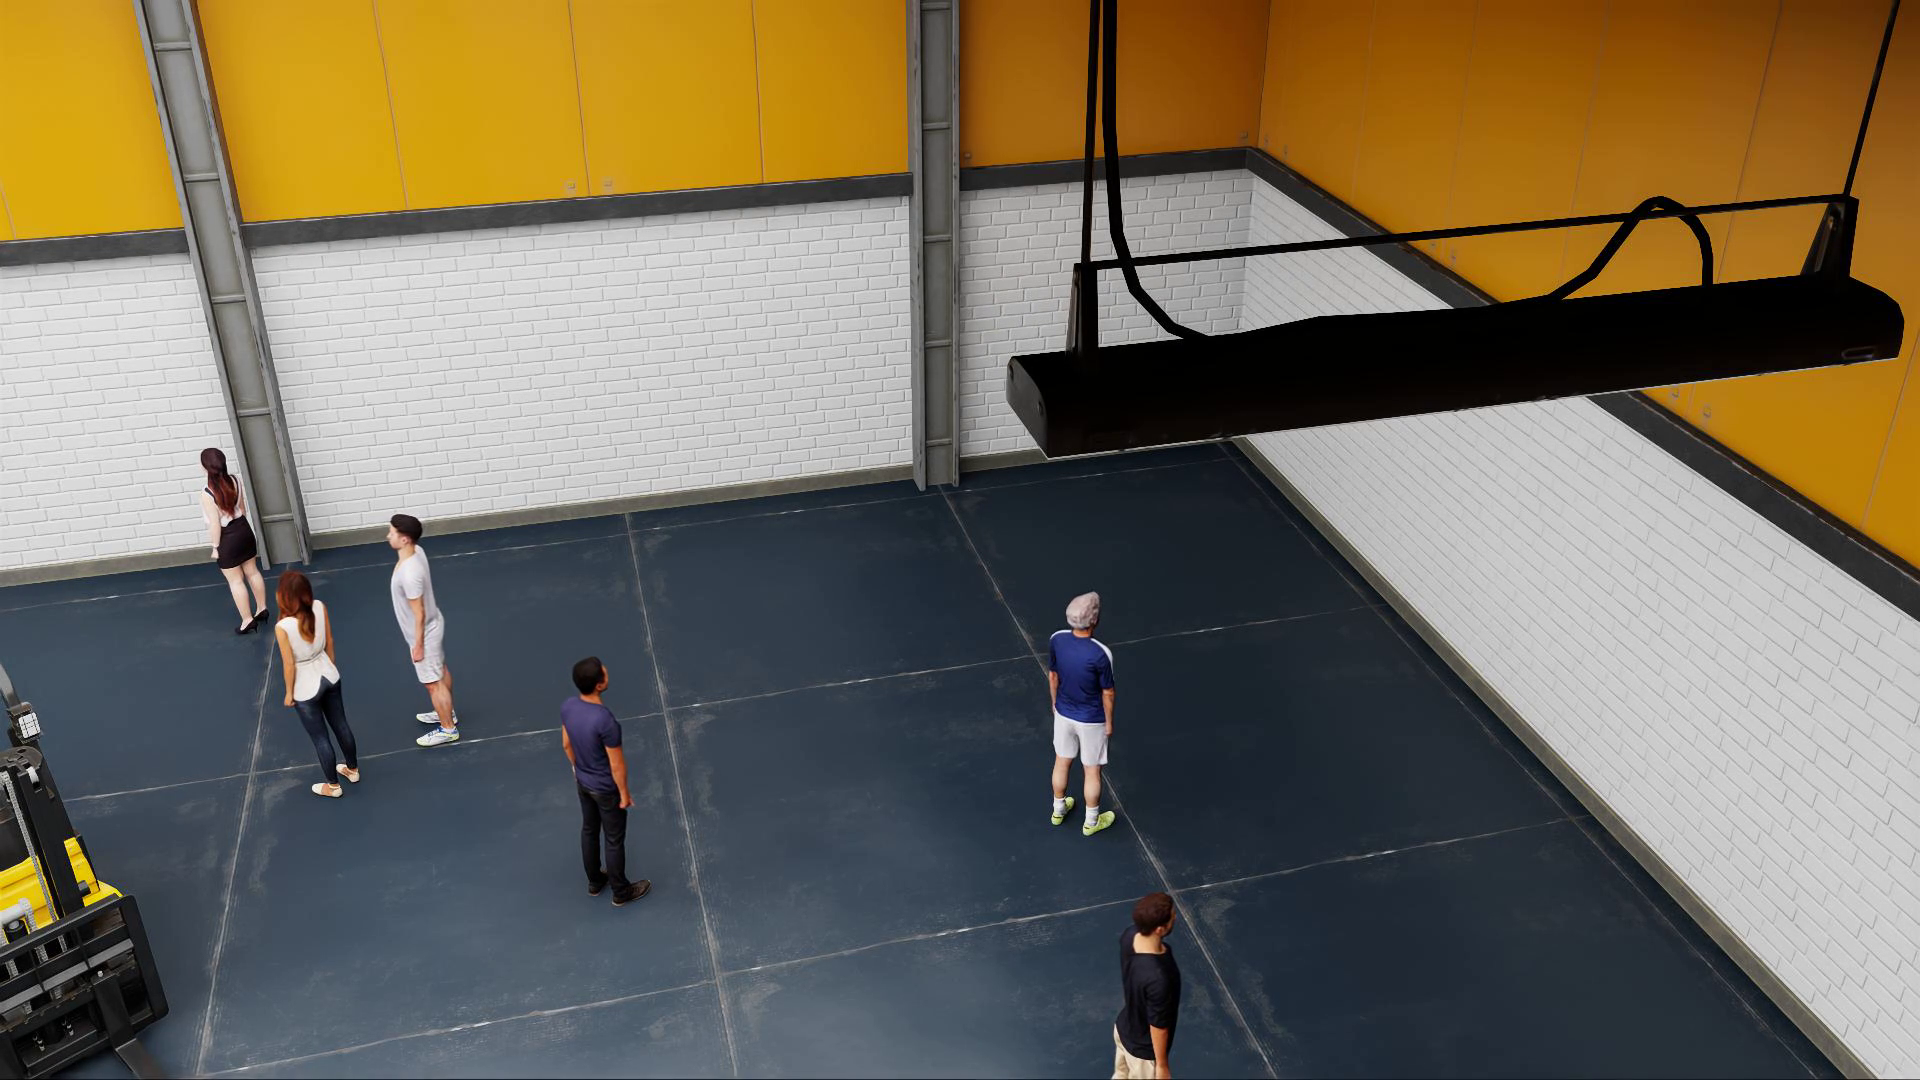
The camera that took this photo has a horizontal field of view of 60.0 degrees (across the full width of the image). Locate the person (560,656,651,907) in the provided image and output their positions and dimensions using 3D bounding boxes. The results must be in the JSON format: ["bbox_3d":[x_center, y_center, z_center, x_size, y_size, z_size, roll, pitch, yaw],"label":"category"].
[{"bbox_3d":[-2.295,1.529,10.560,0.707,1.792,0.743,19,34,30],"label":"person"}]

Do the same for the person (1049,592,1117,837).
[{"bbox_3d":[0.817,1.162,11.184,0.721,1.839,0.771,17,33,28],"label":"person"}]

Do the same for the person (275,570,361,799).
[{"bbox_3d":[-4.466,0.996,11.545,0.726,1.784,0.670,15,32,25],"label":"person"}]

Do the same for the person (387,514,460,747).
[{"bbox_3d":[-3.913,0.640,12.125,0.561,1.855,0.676,-6,29,-12],"label":"person"}]

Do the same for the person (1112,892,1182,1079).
[{"bbox_3d":[0.938,2.570,8.590,0.538,1.851,0.629,-7,29,-13],"label":"person"}]

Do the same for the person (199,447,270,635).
[{"bbox_3d":[-5.910,0.003,13.507,0.669,1.649,0.640,10,30,17],"label":"person"}]
